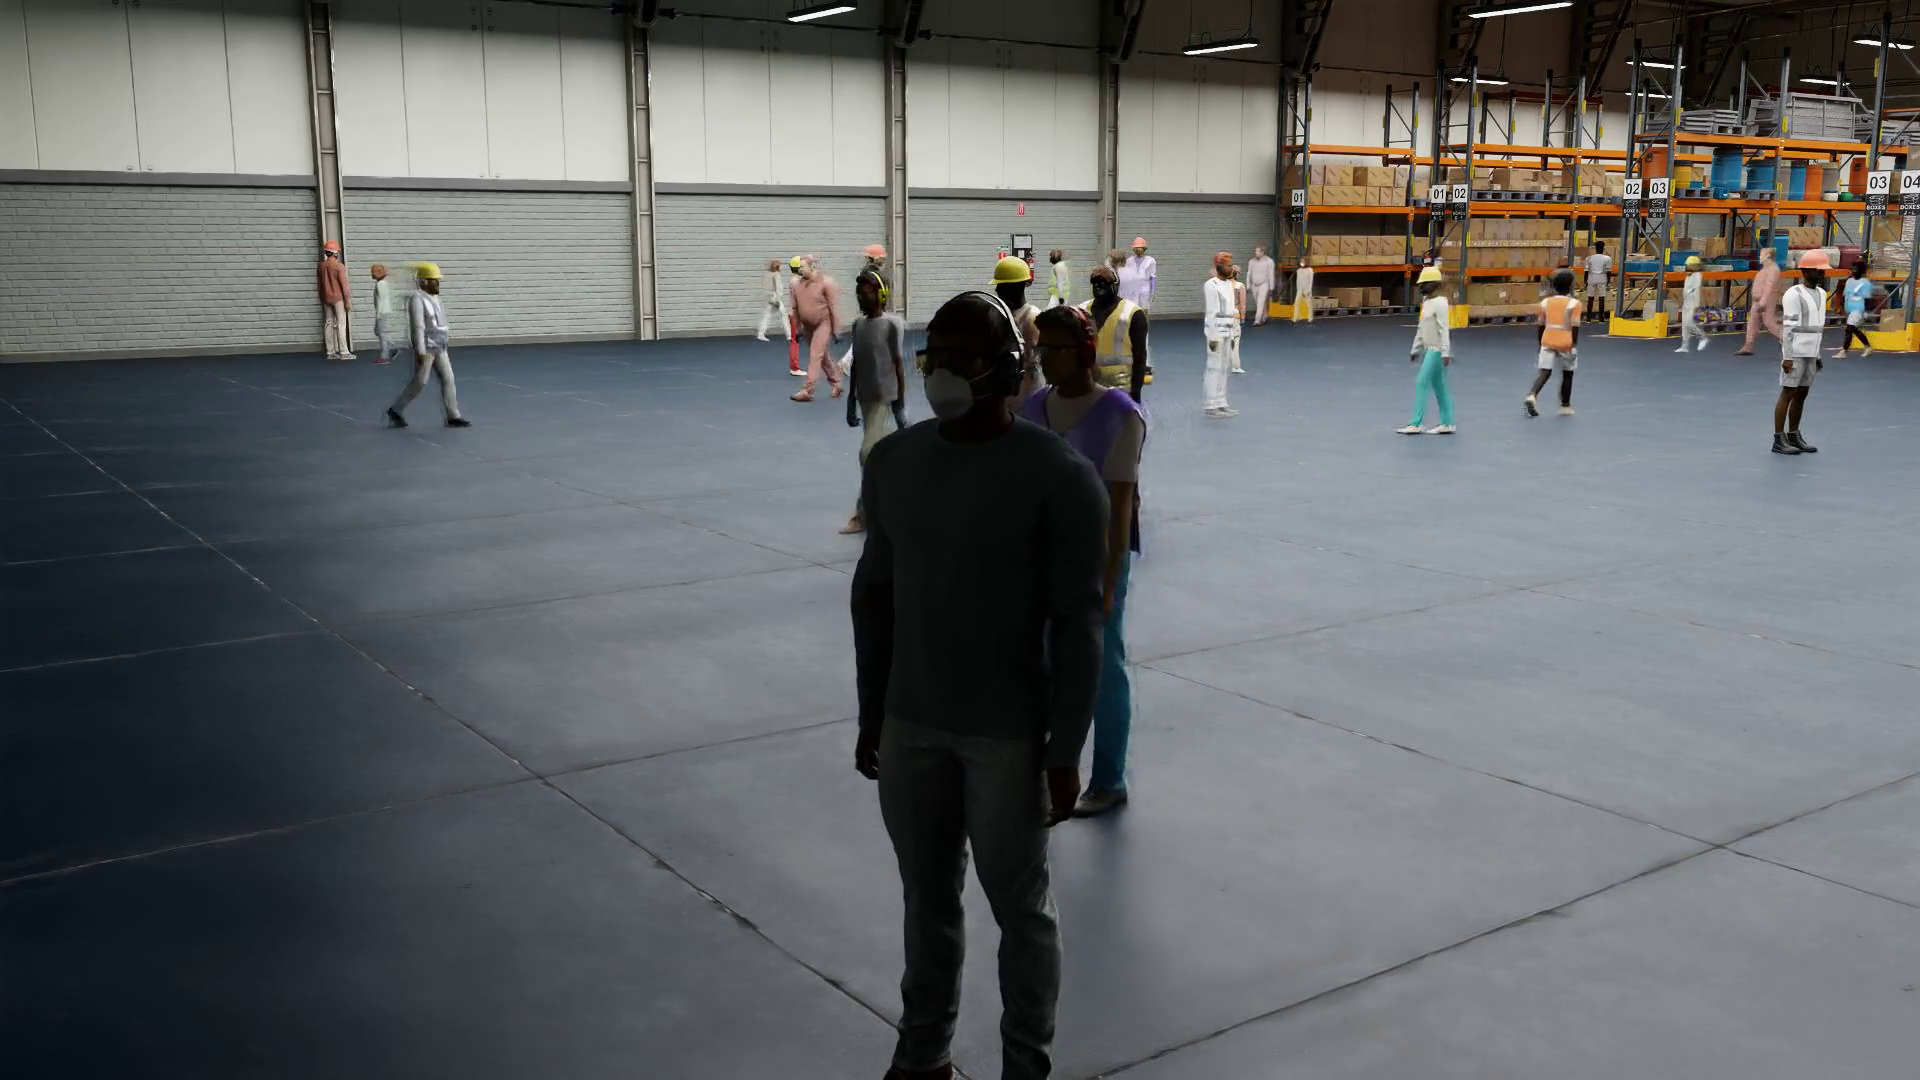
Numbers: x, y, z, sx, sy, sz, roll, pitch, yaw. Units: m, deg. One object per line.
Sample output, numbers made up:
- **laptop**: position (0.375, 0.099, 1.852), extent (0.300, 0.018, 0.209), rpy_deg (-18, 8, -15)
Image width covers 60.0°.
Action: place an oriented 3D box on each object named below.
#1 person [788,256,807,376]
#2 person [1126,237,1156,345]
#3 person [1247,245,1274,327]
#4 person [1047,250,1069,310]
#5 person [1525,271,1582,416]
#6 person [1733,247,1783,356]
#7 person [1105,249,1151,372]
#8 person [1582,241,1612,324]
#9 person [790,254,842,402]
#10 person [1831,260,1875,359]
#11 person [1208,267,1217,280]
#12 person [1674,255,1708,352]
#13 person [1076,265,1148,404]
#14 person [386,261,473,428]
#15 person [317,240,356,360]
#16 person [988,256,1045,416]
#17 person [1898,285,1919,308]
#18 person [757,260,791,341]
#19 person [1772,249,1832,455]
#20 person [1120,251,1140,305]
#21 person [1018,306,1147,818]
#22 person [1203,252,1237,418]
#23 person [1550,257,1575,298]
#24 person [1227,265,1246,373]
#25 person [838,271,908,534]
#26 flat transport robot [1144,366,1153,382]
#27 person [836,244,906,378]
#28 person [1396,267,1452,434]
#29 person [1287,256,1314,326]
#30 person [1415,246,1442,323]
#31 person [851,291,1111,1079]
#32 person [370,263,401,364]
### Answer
- **person**: position (-2.405, -3.320, 24.712), extent (0.310, 1.769, 0.525), rpy_deg (-2, 10, -9)
- **person**: position (3.430, -4.756, 31.823), extent (0.616, 2.041, 0.383), rpy_deg (5, 11, 25)
- **person**: position (6.953, -5.860, 38.362), extent (0.655, 1.877, 0.889), rpy_deg (9, 14, 41)
- **person**: position (1.857, -4.851, 33.028), extent (0.980, 1.787, 0.655), rpy_deg (1, 10, 8)
- **person**: position (6.790, -2.224, 18.975), extent (0.758, 1.673, 0.537), rpy_deg (-9, 14, -41)
- **person**: position (13.965, -4.112, 28.756), extent (0.864, 1.879, 0.642), rpy_deg (1, 10, 4)
- **person**: position (2.313, -3.261, 24.076), extent (1.035, 1.895, 0.630), rpy_deg (-1, 10, -4)
- **person**: position (15.142, -6.123, 39.546), extent (0.638, 1.960, 0.382), rpy_deg (6, 12, 28)
- **person**: position (-1.801, -2.677, 21.017), extent (0.649, 1.848, 1.064), rpy_deg (8, 13, 37)
- **person**: position (15.158, -3.882, 28.051), extent (0.814, 1.669, 0.536), rpy_deg (-1, 10, -6)
- **person**: position (5.410, -5.096, 34.529), extent (0.546, 1.735, 0.665), rpy_deg (2, 11, 11)
- **person**: position (13.061, -4.201, 29.642), extent (0.438, 1.726, 0.498), rpy_deg (0, 10, 1)
- **person**: position (1.101, -1.162, 12.675), extent (0.631, 1.842, 0.428), rpy_deg (6, 12, 31)
- **person**: position (-5.774, -2.092, 17.906), extent (0.866, 1.803, 0.604), rpy_deg (1, 10, 6)
- **person**: position (-10.499, -4.024, 27.940), extent (0.612, 1.997, 0.375), rpy_deg (4, 11, 22)
- **person**: position (0.383, -0.968, 11.382), extent (0.382, 1.923, 0.593), rpy_deg (-4, 11, -20)
- **person**: position (19.202, -4.988, 33.424), extent (0.623, 1.932, 0.369), rpy_deg (5, 12, 26)
- **person**: position (-3.643, -4.719, 32.850), extent (0.847, 1.595, 0.529), rpy_deg (-6, 12, -29)
- **person**: position (8.025, -1.780, 15.800), extent (0.547, 1.938, 0.379), rpy_deg (-6, 12, -31)
- **person**: position (2.464, -3.571, 25.881), extent (0.624, 1.844, 0.430), rpy_deg (4, 11, 22)
- **person**: position (0.330, 0.115, 5.749), extent (0.570, 1.819, 0.769), rpy_deg (10, 14, 44)
- **person**: position (2.970, -2.337, 19.002), extent (0.344, 1.882, 0.581), rpy_deg (7, 12, 34)
- **person**: position (13.048, -5.316, 36.052), extent (0.502, 1.626, 0.283), rpy_deg (1, 10, 7)
- **person**: position (4.088, -3.339, 25.168), extent (0.515, 1.638, 0.315), rpy_deg (9, 14, 40)
- **person**: position (-0.559, -0.988, 11.795), extent (0.911, 1.834, 0.536), rpy_deg (-10, 14, -43)
- **flat transport robot**: position (2.008, -2.360, 23.548), extent (1.431, 0.197, 0.652), rpy_deg (1, 10, 7)
- **person**: position (-1.304, -3.308, 24.133), extent (0.949, 1.967, 0.609), rpy_deg (-3, 11, -17)
- **person**: position (4.821, -1.954, 17.272), extent (0.750, 1.734, 0.548), rpy_deg (0, 10, 0)
- **person**: position (7.884, -5.713, 38.291), extent (0.825, 1.597, 0.515), rpy_deg (-10, 14, -43)
- **person**: position (11.356, -6.149, 39.995), extent (0.814, 1.853, 0.600), rpy_deg (-7, 12, -33)
- **person**: position (0.022, 0.422, 3.728), extent (0.630, 1.940, 0.372), rpy_deg (6, 12, 31)
- **person**: position (-9.396, -3.676, 27.027), extent (0.372, 1.619, 0.529), rpy_deg (-2, 11, -12)
